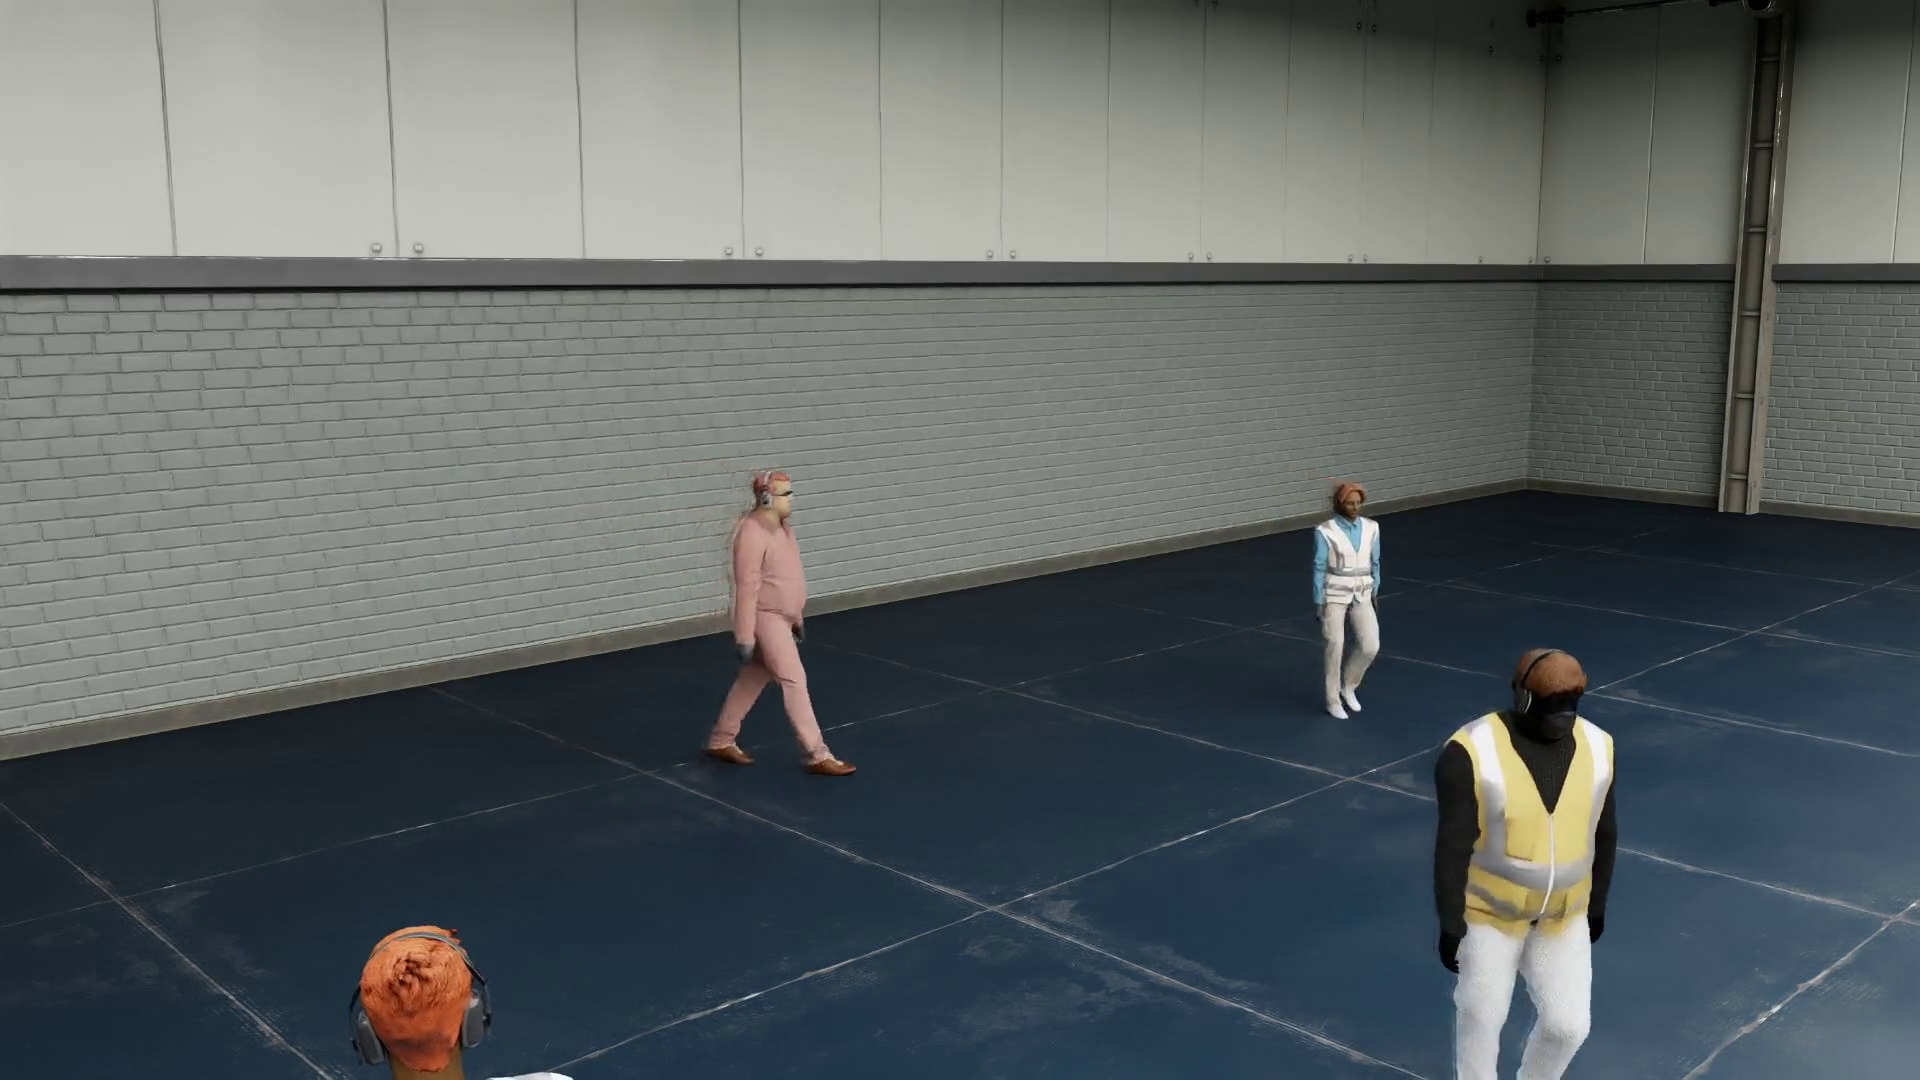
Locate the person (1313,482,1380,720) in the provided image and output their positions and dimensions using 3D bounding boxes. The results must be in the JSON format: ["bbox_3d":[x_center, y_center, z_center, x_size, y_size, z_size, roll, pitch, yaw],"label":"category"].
[{"bbox_3d":[2.620,0.417,11.262,0.537,1.623,0.381,-3,10,-18],"label":"person"}]

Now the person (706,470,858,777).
[{"bbox_3d":[-1.133,0.497,10.067,0.980,1.860,0.659,1,9,9],"label":"person"}]

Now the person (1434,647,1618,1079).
[{"bbox_3d":[1.881,1.239,5.568,0.668,1.823,0.436,-1,9,-4],"label":"person"}]

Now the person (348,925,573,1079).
[{"bbox_3d":[-0.924,1.616,3.026,0.581,1.882,0.339,-8,12,-42],"label":"person"}]
